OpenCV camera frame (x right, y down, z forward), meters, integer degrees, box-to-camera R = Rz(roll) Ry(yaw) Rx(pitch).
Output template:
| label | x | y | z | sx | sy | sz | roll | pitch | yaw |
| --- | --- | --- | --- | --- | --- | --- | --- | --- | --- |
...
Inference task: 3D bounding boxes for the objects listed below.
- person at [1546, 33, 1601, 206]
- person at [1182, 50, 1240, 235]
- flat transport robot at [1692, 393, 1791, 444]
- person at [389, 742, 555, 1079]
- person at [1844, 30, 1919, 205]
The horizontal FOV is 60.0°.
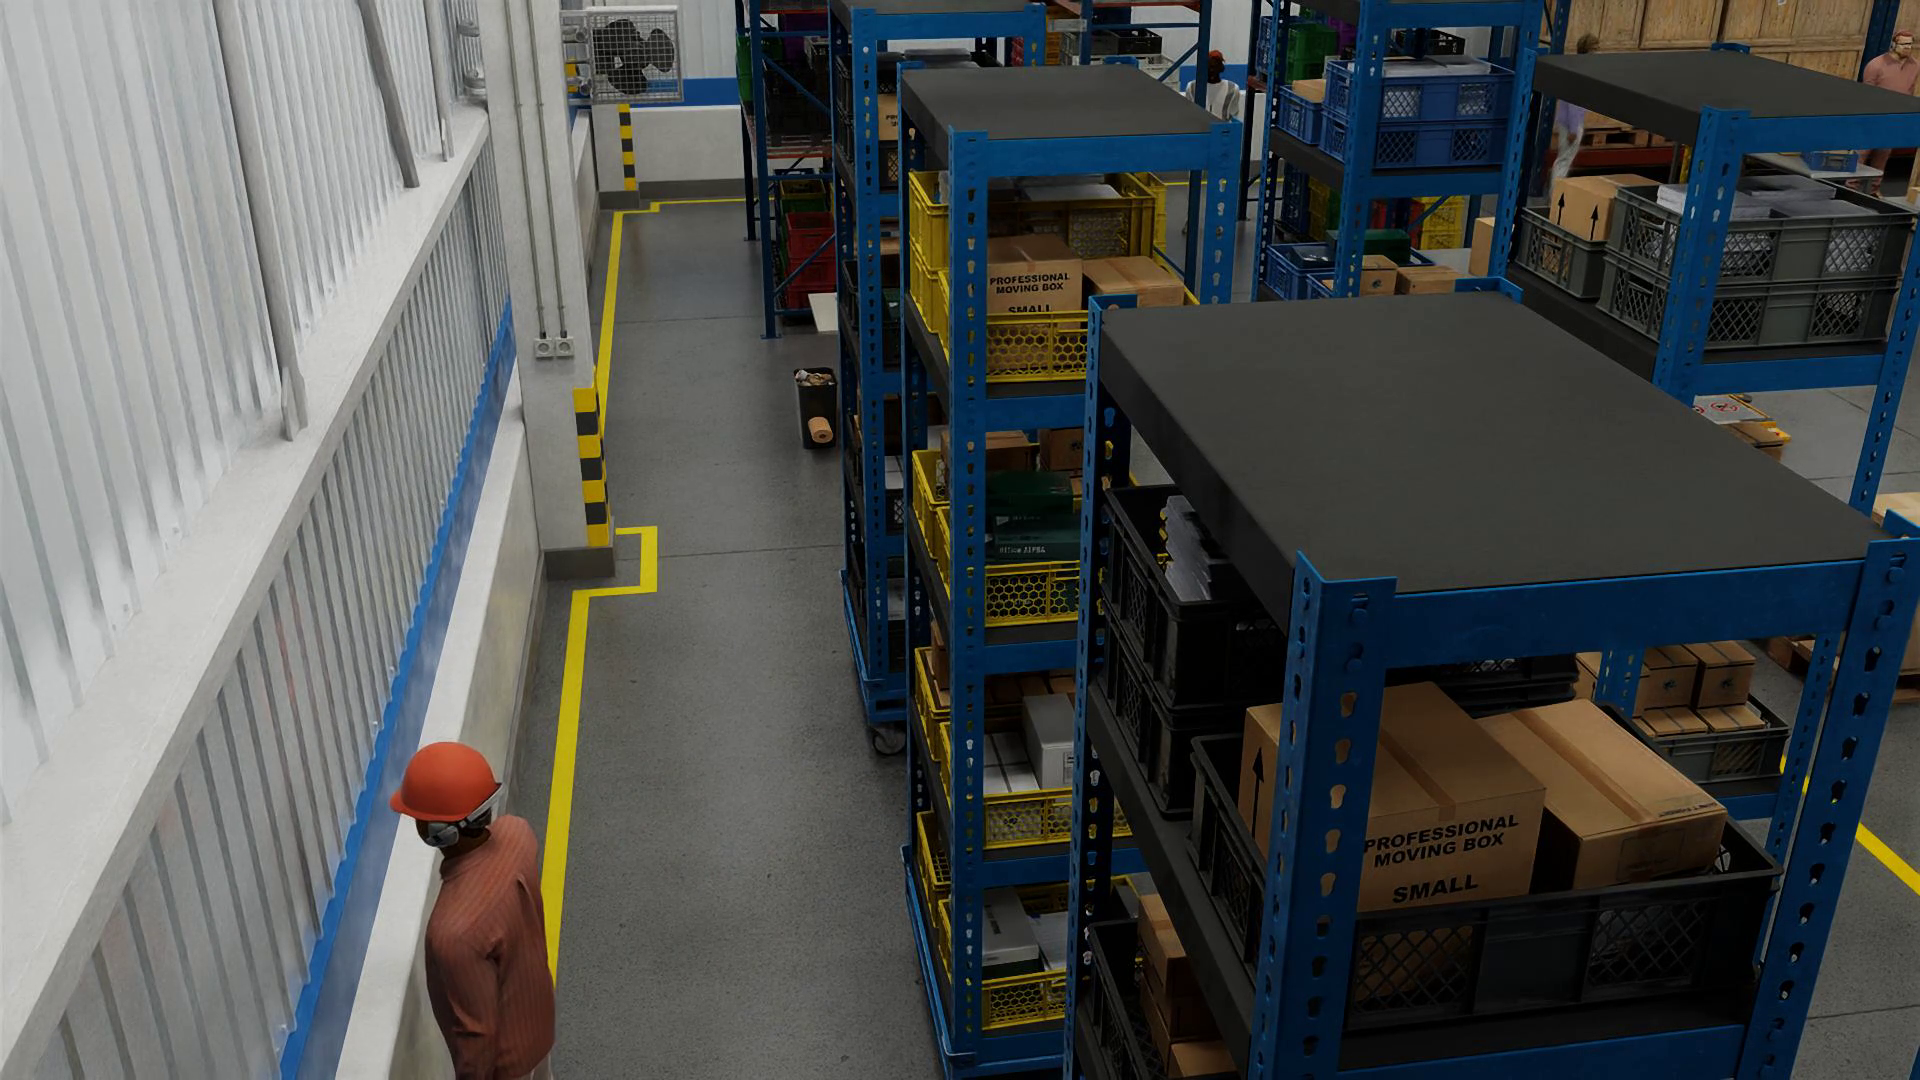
| label | x | y | z | sx | sy | sz | roll | pitch | yaw |
| --- | --- | --- | --- | --- | --- | --- | --- | --- | --- |
| person | 6.674 | -4.525 | 18.121 | 0.352 | 1.937 | 0.635 | 9 | 26 | 20 |
| person | 2.589 | -4.131 | 17.331 | 0.582 | 1.882 | 0.351 | 4 | 25 | 9 |
| flat transport robot | 5.224 | -0.859 | 12.132 | 1.431 | 0.197 | 0.652 | -4 | 25 | -8 |
| person | -1.405 | 1.480 | 5.002 | 0.396 | 1.992 | 0.619 | 1 | 25 | 3 |
| person | 10.311 | -4.699 | 18.536 | 0.643 | 1.910 | 0.400 | -3 | 25 | -6 |
